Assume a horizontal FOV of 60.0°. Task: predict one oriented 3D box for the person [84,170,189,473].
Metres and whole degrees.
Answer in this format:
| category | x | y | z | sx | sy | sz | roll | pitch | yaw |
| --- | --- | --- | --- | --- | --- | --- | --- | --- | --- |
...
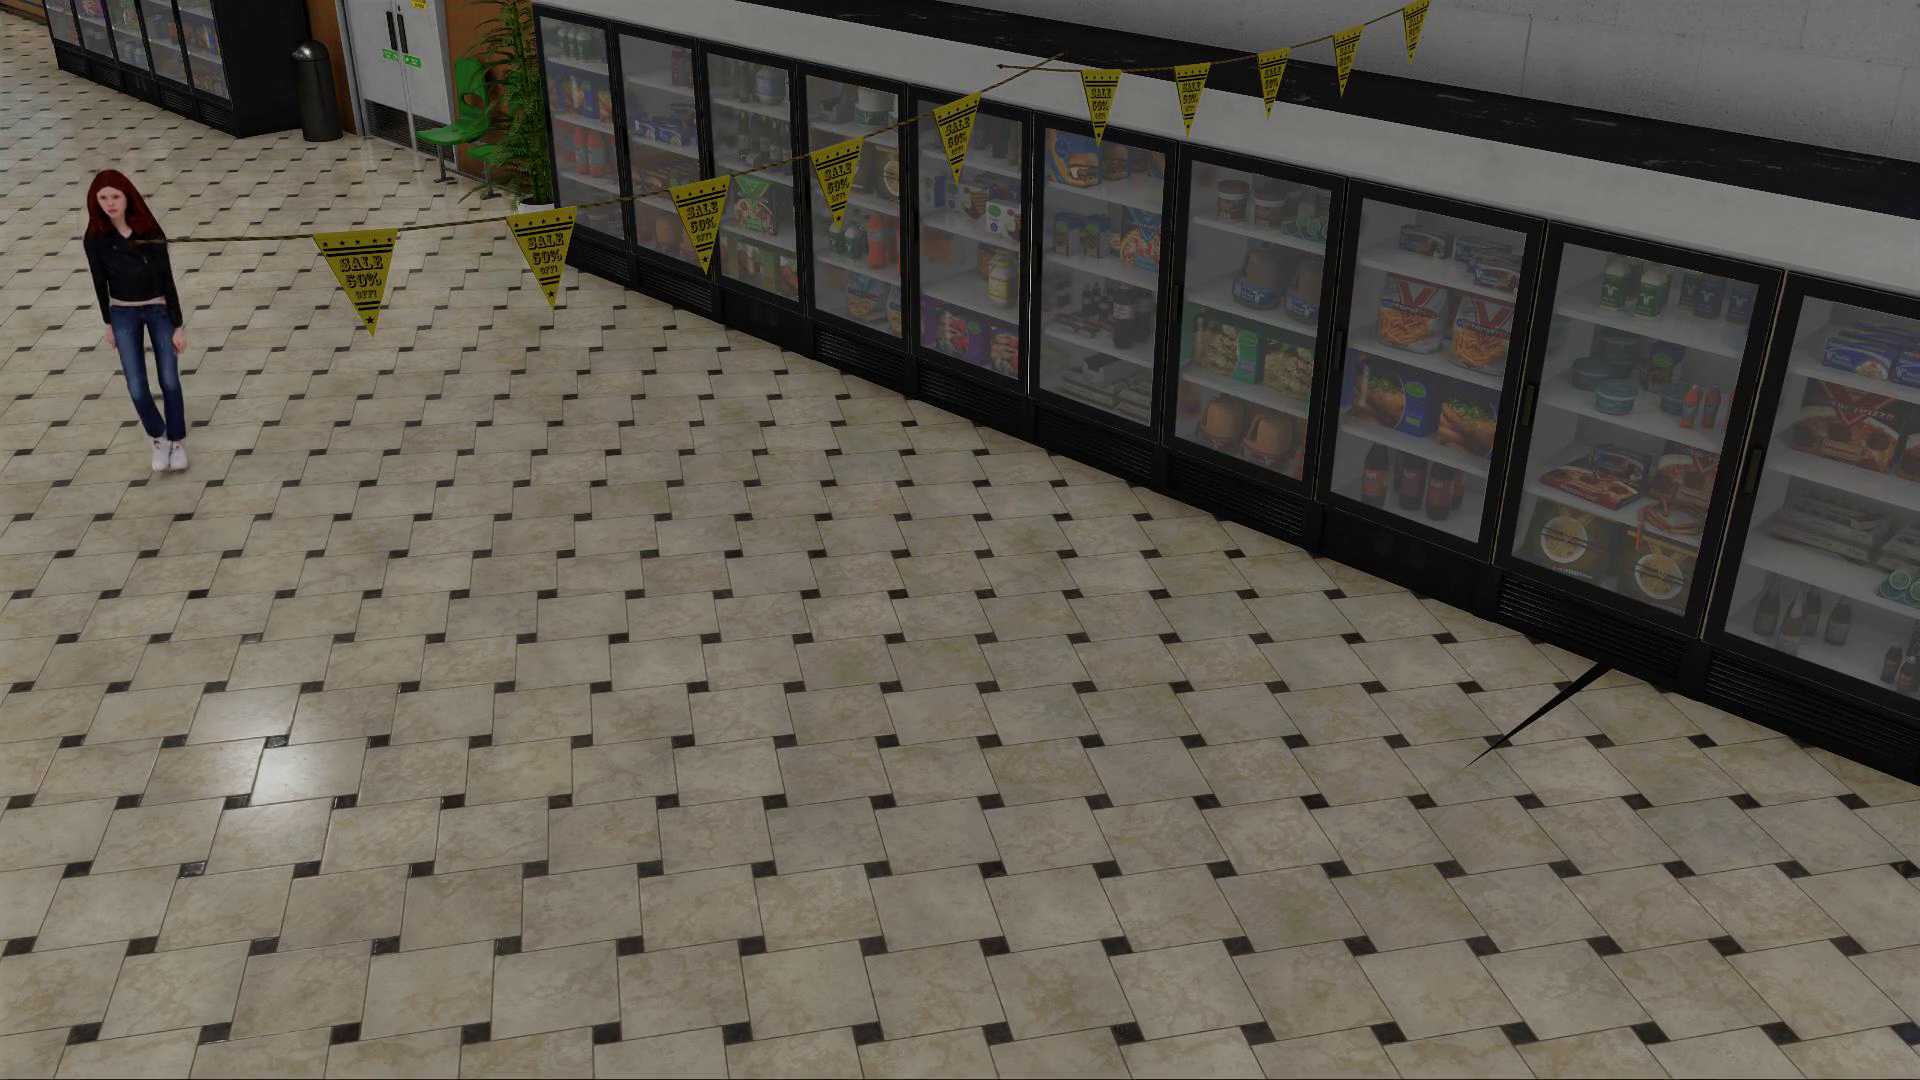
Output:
| category | x | y | z | sx | sy | sz | roll | pitch | yaw |
| --- | --- | --- | --- | --- | --- | --- | --- | --- | --- |
| person | -4.602 | -1.240 | 9.420 | 0.684 | 1.773 | 0.746 | -10 | 29 | -20 |
